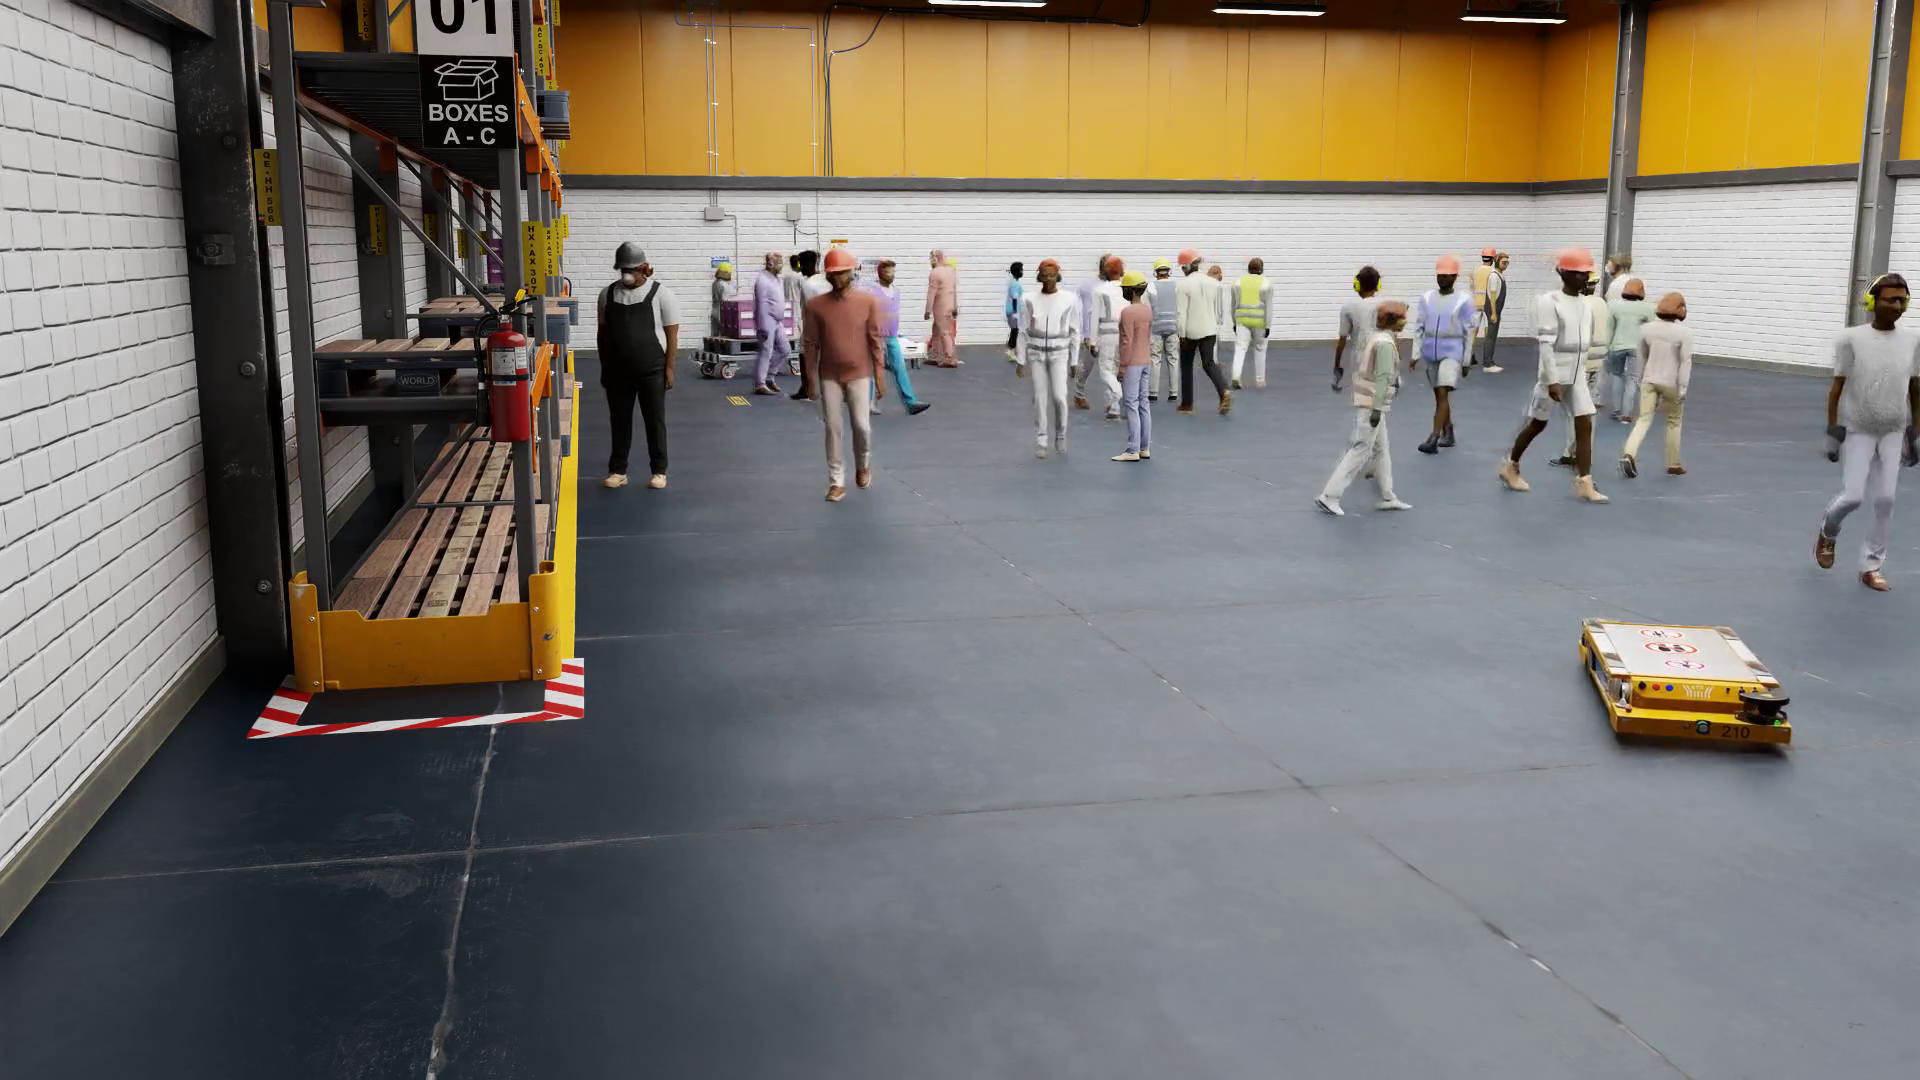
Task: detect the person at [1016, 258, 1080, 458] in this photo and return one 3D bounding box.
[{"bbox_3d":[0.820,-1.691,15.575,0.577,1.874,0.415,2,10,10],"label":"person"}]

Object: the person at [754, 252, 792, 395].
[{"bbox_3d":[-2.493,-2.839,21.887,0.470,1.883,0.659,3,11,14],"label":"person"}]

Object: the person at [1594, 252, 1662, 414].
[{"bbox_3d":[7.819,-2.432,19.589,0.934,1.908,0.630,4,11,22],"label":"person"}]

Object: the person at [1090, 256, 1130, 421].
[{"bbox_3d":[1.757,-2.215,18.484,0.587,1.863,0.692,-4,11,-23],"label":"person"}]

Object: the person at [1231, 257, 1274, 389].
[{"bbox_3d":[3.999,-2.980,22.878,0.616,1.810,0.906,4,11,23],"label":"person"}]

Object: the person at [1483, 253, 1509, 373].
[{"bbox_3d":[8.269,-3.504,25.674,0.346,1.842,0.505,5,11,24],"label":"person"}]

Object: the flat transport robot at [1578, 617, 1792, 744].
[{"bbox_3d":[3.157,0.589,7.345,0.652,0.197,1.431,3,11,14],"label":"flat transport robot"}]

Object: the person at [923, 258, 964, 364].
[{"bbox_3d":[-0.281,-3.766,27.381,0.607,1.743,0.519,2,11,13],"label":"person"}]

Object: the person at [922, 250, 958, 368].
[{"bbox_3d":[-0.397,-3.700,26.664,0.815,1.870,0.675,5,11,26],"label":"person"}]

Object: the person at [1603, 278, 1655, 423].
[{"bbox_3d":[7.504,-2.120,18.635,0.525,1.613,0.576,6,12,29],"label":"person"}]

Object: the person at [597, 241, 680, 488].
[{"bbox_3d":[-2.666,-1.432,13.640,0.686,2.000,0.535,2,10,8],"label":"person"}]

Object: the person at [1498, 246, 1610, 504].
[{"bbox_3d":[4.726,-1.314,13.158,0.598,2.003,1.050,-5,11,-24],"label":"person"}]

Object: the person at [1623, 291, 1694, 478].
[{"bbox_3d":[6.009,-1.328,14.296,0.755,1.609,0.513,-9,13,-40],"label":"person"}]

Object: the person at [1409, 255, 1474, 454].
[{"bbox_3d":[4.669,-1.790,16.078,0.543,1.891,1.012,9,13,40],"label":"person"}]

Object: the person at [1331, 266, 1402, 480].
[{"bbox_3d":[3.501,-1.451,14.388,0.537,1.802,1.032,-1,10,-6],"label":"person"}]

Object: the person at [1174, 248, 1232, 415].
[{"bbox_3d":[2.817,-2.408,19.321,0.645,1.948,0.885,-5,11,-26],"label":"person"}]

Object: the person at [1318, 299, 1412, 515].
[{"bbox_3d":[3.044,-0.991,12.416,0.694,1.614,0.547,1,10,5],"label":"person"}]

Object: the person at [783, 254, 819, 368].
[{"bbox_3d":[-2.664,-3.645,26.581,0.990,1.818,0.536,-6,12,-32],"label":"person"}]

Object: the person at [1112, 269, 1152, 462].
[{"bbox_3d":[1.592,-1.606,15.368,0.313,1.767,0.533,6,12,31],"label":"person"}]

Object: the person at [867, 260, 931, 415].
[{"bbox_3d":[-0.807,-2.320,19.223,0.951,1.793,0.596,7,13,35],"label":"person"}]

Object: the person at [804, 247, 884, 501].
[{"bbox_3d":[-0.911,-1.301,13.083,0.645,1.977,0.490,1,10,7],"label":"person"}]

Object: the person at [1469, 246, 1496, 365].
[{"bbox_3d":[8.576,-3.816,27.169,0.541,1.932,0.382,7,13,36],"label":"person"}]

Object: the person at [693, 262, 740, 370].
[{"bbox_3d":[-3.812,-3.464,25.817,0.723,1.704,0.499,-8,13,-36],"label":"person"}]

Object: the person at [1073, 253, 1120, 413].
[{"bbox_3d":[1.653,-2.454,19.731,0.641,1.896,1.012,-5,11,-25],"label":"person"}]

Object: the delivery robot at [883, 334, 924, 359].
[{"bbox_3d":[-0.929,-3.007,26.226,0.707,0.478,0.477,-4,11,-21],"label":"delivery robot"}]

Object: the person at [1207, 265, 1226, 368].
[{"bbox_3d":[4.042,-3.545,26.479,0.282,1.633,0.500,-4,11,-23],"label":"person"}]

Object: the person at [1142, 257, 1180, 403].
[{"bbox_3d":[2.528,-2.619,20.824,0.589,1.822,0.403,-2,10,-13],"label":"person"}]

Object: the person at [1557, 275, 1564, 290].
[{"bbox_3d":[9.128,-3.359,24.717,0.643,1.901,0.402,-8,13,-38],"label":"person"}]

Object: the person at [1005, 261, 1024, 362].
[{"bbox_3d":[0.934,-3.787,27.693,0.367,1.685,0.535,-1,10,-6],"label":"person"}]

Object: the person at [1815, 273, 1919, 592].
[{"bbox_3d":[5.378,-0.642,9.807,0.521,1.856,0.546,1,10,5],"label":"person"}]

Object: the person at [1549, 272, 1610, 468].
[{"bbox_3d":[5.562,-1.563,14.951,0.403,1.830,0.590,10,14,43],"label":"person"}]

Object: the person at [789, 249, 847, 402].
[{"bbox_3d":[-1.751,-2.685,20.904,0.888,1.931,0.626,6,12,31],"label":"person"}]
